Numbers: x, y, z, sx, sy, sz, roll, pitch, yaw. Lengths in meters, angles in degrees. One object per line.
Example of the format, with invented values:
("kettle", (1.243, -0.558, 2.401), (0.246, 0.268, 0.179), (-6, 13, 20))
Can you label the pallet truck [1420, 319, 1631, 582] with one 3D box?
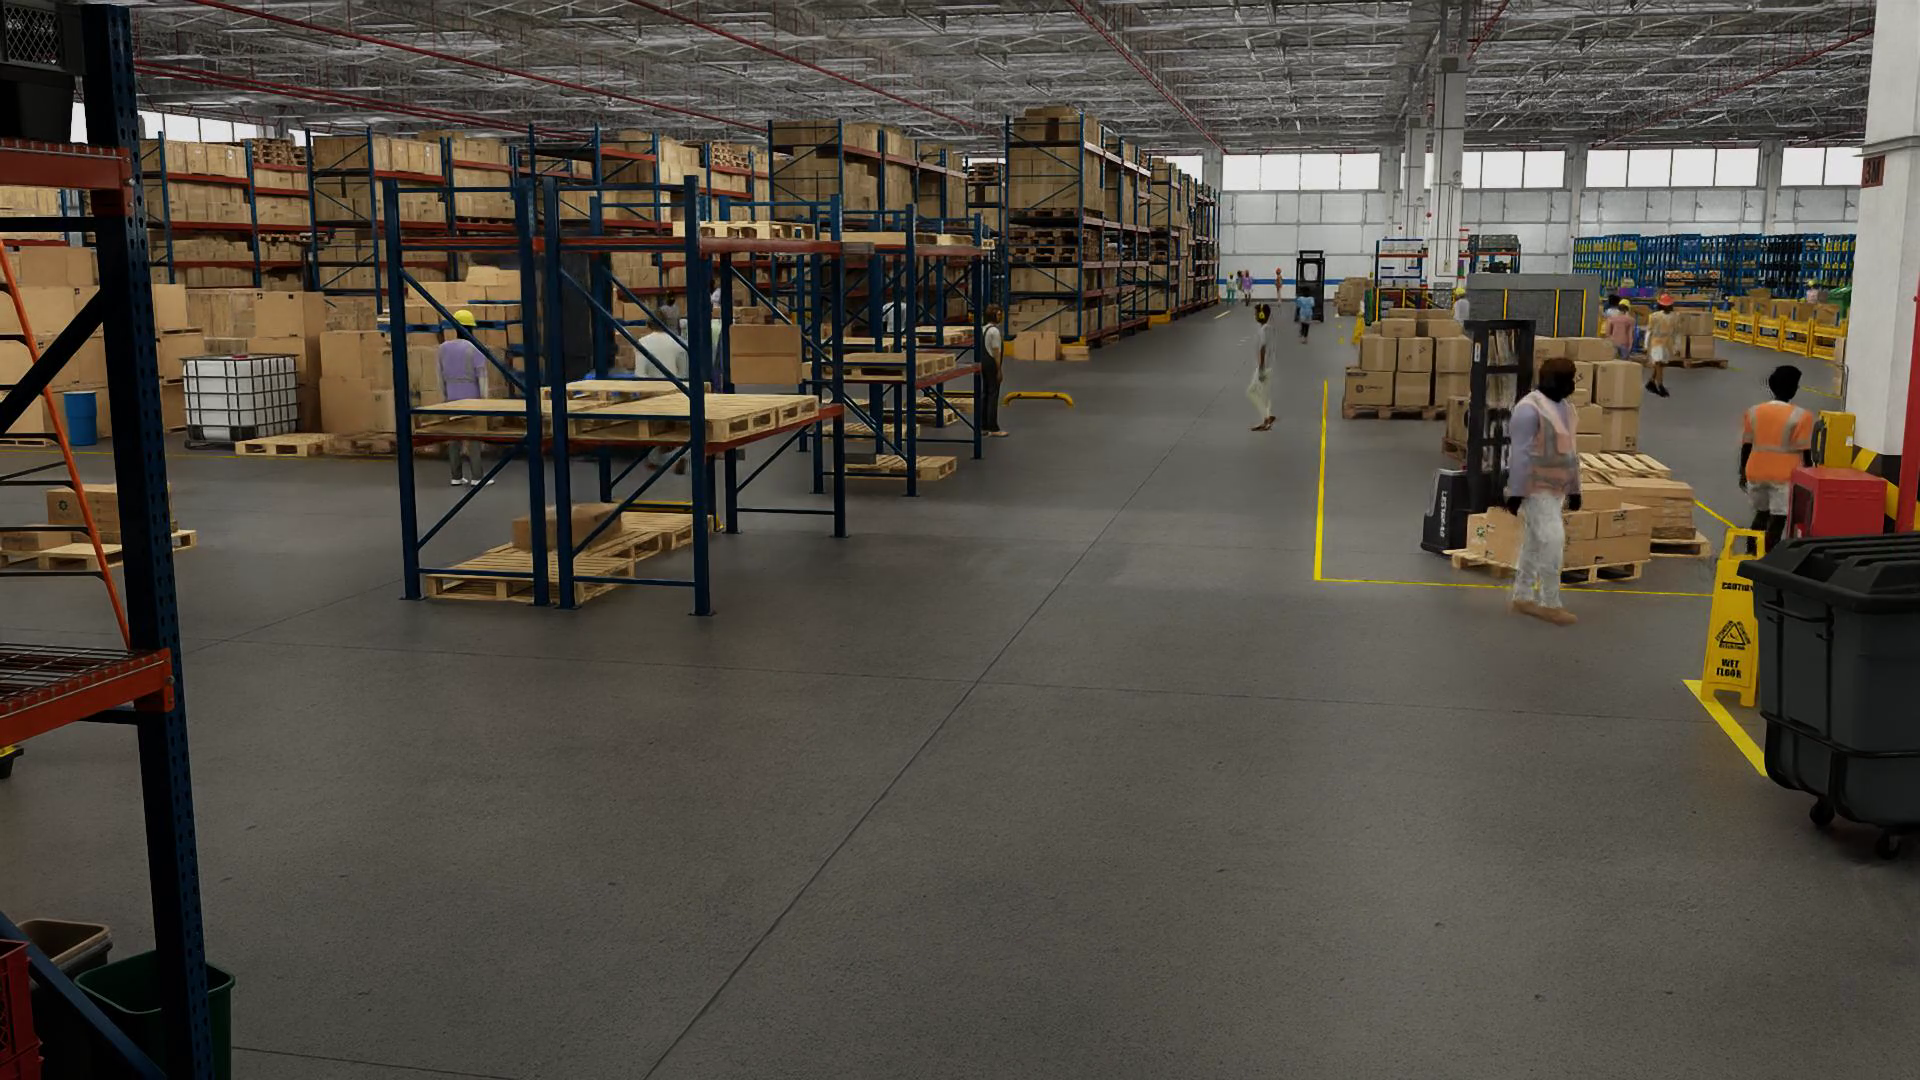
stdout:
("pallet truck", (4.543, -0.757, 13.299), (0.823, 1.965, 1.885), (-4, 10, -22))

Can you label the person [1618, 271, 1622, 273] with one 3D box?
("person", (35.795, -13.657, 90.147), (0.570, 1.840, 0.372), (-6, 11, -30))

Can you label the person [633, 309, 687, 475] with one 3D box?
("person", (-3.422, -1.707, 19.204), (0.643, 1.917, 0.896), (-5, 11, -29))

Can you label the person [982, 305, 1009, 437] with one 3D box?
("person", (0.449, -2.355, 23.213), (0.346, 1.846, 0.506), (-5, 11, -26))

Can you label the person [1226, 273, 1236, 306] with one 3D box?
("person", (14.415, -13.329, 88.434), (0.522, 1.768, 0.312), (3, 10, 15))

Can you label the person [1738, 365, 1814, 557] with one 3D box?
("person", (6.167, -0.472, 12.553), (0.470, 1.684, 0.548), (-6, 11, -32))

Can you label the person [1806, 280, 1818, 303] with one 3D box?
("person", (29.477, -8.121, 57.640), (0.378, 1.755, 0.525), (-3, 10, -18))

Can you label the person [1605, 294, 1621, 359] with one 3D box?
("person", (14.879, -4.726, 37.720), (0.540, 1.679, 0.607), (-9, 13, -43))

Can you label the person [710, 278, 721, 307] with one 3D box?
("person", (-7.400, -6.866, 49.742), (0.629, 1.903, 0.461), (2, 10, 13))

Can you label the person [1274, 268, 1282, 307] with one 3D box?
("person", (16.686, -13.223, 87.127), (0.377, 1.995, 0.608), (1, 10, 6))

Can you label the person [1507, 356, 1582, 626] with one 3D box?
("person", (4.070, -0.329, 11.318), (0.644, 1.813, 0.741), (-9, 13, -43))

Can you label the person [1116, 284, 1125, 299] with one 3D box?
("person", (9.140, -14.133, 92.807), (1.023, 1.888, 0.626), (1, 10, 9))

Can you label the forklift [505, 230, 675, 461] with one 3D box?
("forklift", (-4.562, -2.429, 20.592), (1.873, 2.768, 1.129), (2, 10, 12))

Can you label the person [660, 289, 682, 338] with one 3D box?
("person", (-5.958, -4.231, 34.287), (0.459, 1.856, 0.557), (7, 12, 37))

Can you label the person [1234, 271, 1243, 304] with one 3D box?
("person", (15.596, -14.102, 92.849), (0.454, 1.829, 0.628), (-3, 10, -17))

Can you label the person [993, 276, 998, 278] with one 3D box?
("person", (1.596, -11.494, 77.058), (0.362, 1.936, 0.631), (-5, 11, -28))

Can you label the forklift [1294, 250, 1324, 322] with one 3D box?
("forklift", (13.778, -10.002, 65.433), (1.129, 2.768, 1.873), (2, 10, 12))

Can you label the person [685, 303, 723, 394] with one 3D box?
("person", (-3.626, -2.475, 23.767), (0.615, 1.893, 0.507), (2, 10, 9))

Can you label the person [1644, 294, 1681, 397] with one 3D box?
("person", (12.737, -3.543, 30.219), (0.596, 1.874, 1.052), (-1, 10, -6))

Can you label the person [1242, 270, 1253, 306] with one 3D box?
("person", (15.163, -13.282, 87.711), (0.566, 1.911, 0.576), (2, 10, 9))

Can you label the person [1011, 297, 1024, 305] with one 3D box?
("person", (1.970, -8.162, 57.625), (0.430, 1.840, 0.620), (8, 12, 39))

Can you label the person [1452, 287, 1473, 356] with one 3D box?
("person", (12.188, -5.247, 40.438), (0.604, 1.810, 0.726), (-8, 13, -40))

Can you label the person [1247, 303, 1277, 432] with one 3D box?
("person", (4.335, -2.471, 23.882), (0.393, 1.848, 0.522), (5, 11, 29))

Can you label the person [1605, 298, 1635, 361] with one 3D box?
("person", (12.533, -3.726, 31.654), (0.528, 1.746, 0.737), (7, 12, 35))

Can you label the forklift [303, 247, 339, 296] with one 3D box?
("forklift", (-19.203, -7.409, 50.081), (1.129, 2.768, 1.873), (-4, 10, -20))

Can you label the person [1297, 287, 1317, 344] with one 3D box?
("person", (10.174, -6.560, 48.628), (0.543, 1.673, 0.744), (-3, 10, -15))

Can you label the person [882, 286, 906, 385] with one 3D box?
("person", (-1.236, -4.059, 32.940), (0.602, 1.967, 0.366), (4, 11, 25))

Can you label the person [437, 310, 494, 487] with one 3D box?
("person", (-5.396, -1.541, 18.153), (0.595, 1.923, 0.372), (3, 10, 17))
